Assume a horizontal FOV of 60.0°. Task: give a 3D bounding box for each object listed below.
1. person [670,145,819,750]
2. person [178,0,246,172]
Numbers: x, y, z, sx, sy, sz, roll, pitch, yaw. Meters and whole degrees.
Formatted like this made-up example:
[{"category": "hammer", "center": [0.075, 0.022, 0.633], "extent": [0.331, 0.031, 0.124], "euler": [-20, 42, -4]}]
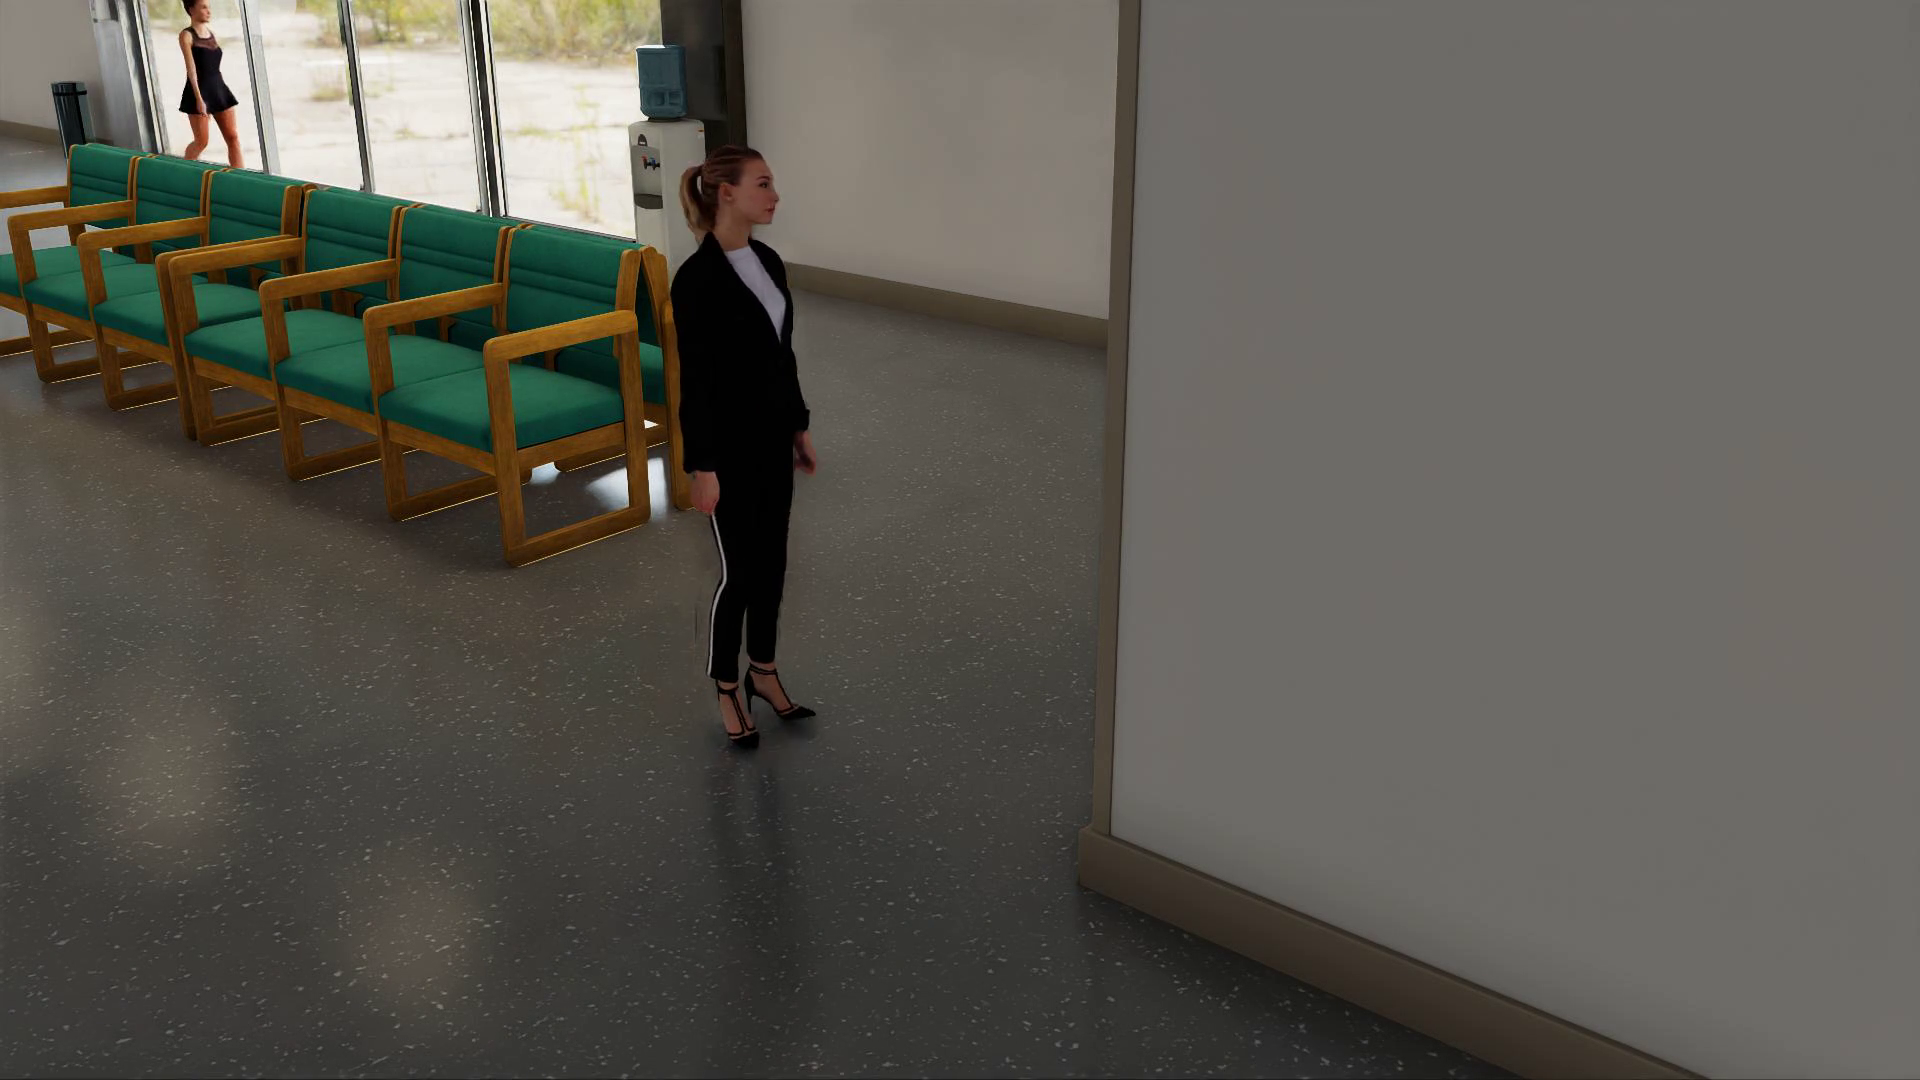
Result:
[{"category": "person", "center": [-0.608, -0.244, 4.689], "extent": [0.736, 1.701, 0.521], "euler": [14, 25, 33]}, {"category": "person", "center": [-6.289, -3.666, 13.784], "extent": [0.810, 1.657, 0.947], "euler": [8, 22, 20]}]
